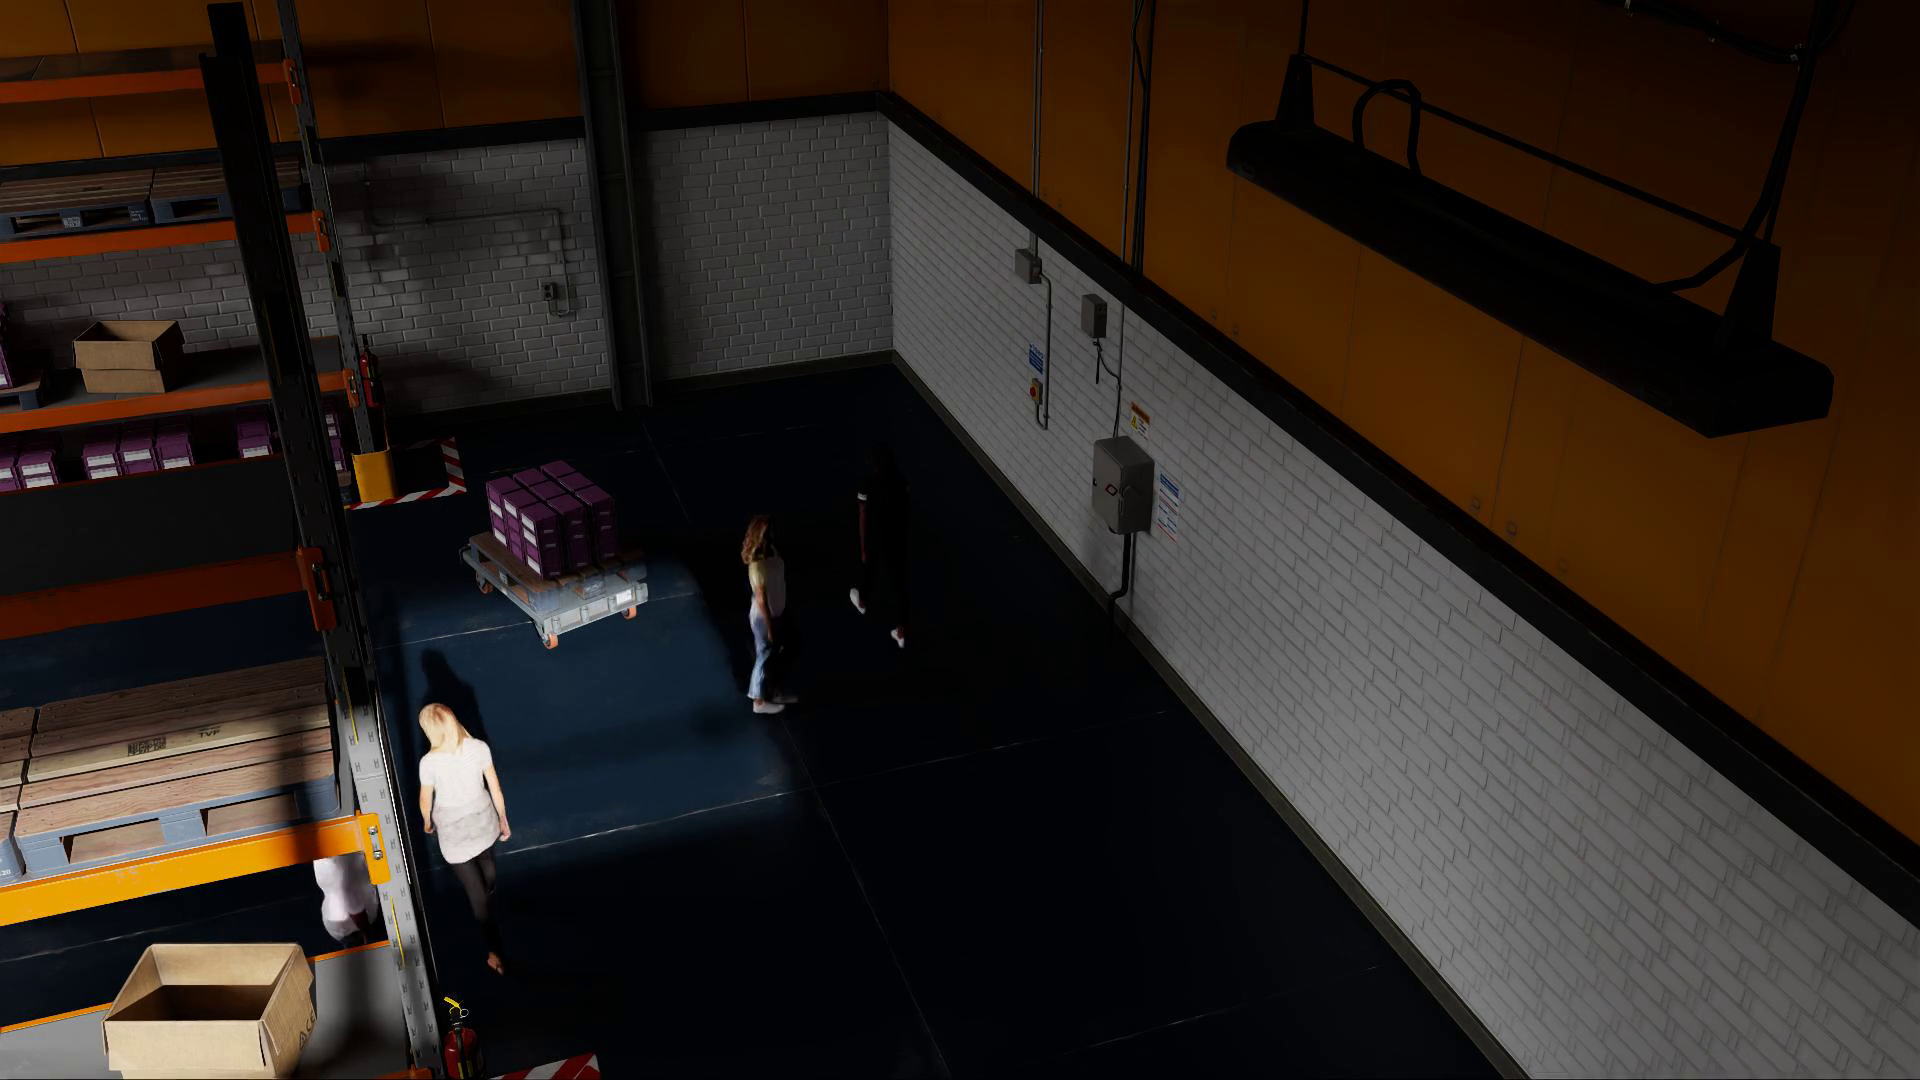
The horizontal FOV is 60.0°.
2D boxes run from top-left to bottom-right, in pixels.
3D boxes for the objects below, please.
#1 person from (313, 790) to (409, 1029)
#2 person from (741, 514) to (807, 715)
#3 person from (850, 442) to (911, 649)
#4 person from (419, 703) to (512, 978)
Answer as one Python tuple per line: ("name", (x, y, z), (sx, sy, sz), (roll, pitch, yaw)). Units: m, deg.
("person", (-3.505, 2.105, 9.407), (0.811, 1.789, 0.676), (-10, 30, -17))
("person", (-1.510, 0.569, 12.305), (0.780, 1.710, 0.747), (1, 29, 1))
("person", (-0.562, 0.070, 13.243), (1.058, 1.689, 0.747), (-13, 31, -22))
("person", (-2.913, 1.819, 9.960), (1.176, 1.761, 0.888), (-18, 33, -29))
